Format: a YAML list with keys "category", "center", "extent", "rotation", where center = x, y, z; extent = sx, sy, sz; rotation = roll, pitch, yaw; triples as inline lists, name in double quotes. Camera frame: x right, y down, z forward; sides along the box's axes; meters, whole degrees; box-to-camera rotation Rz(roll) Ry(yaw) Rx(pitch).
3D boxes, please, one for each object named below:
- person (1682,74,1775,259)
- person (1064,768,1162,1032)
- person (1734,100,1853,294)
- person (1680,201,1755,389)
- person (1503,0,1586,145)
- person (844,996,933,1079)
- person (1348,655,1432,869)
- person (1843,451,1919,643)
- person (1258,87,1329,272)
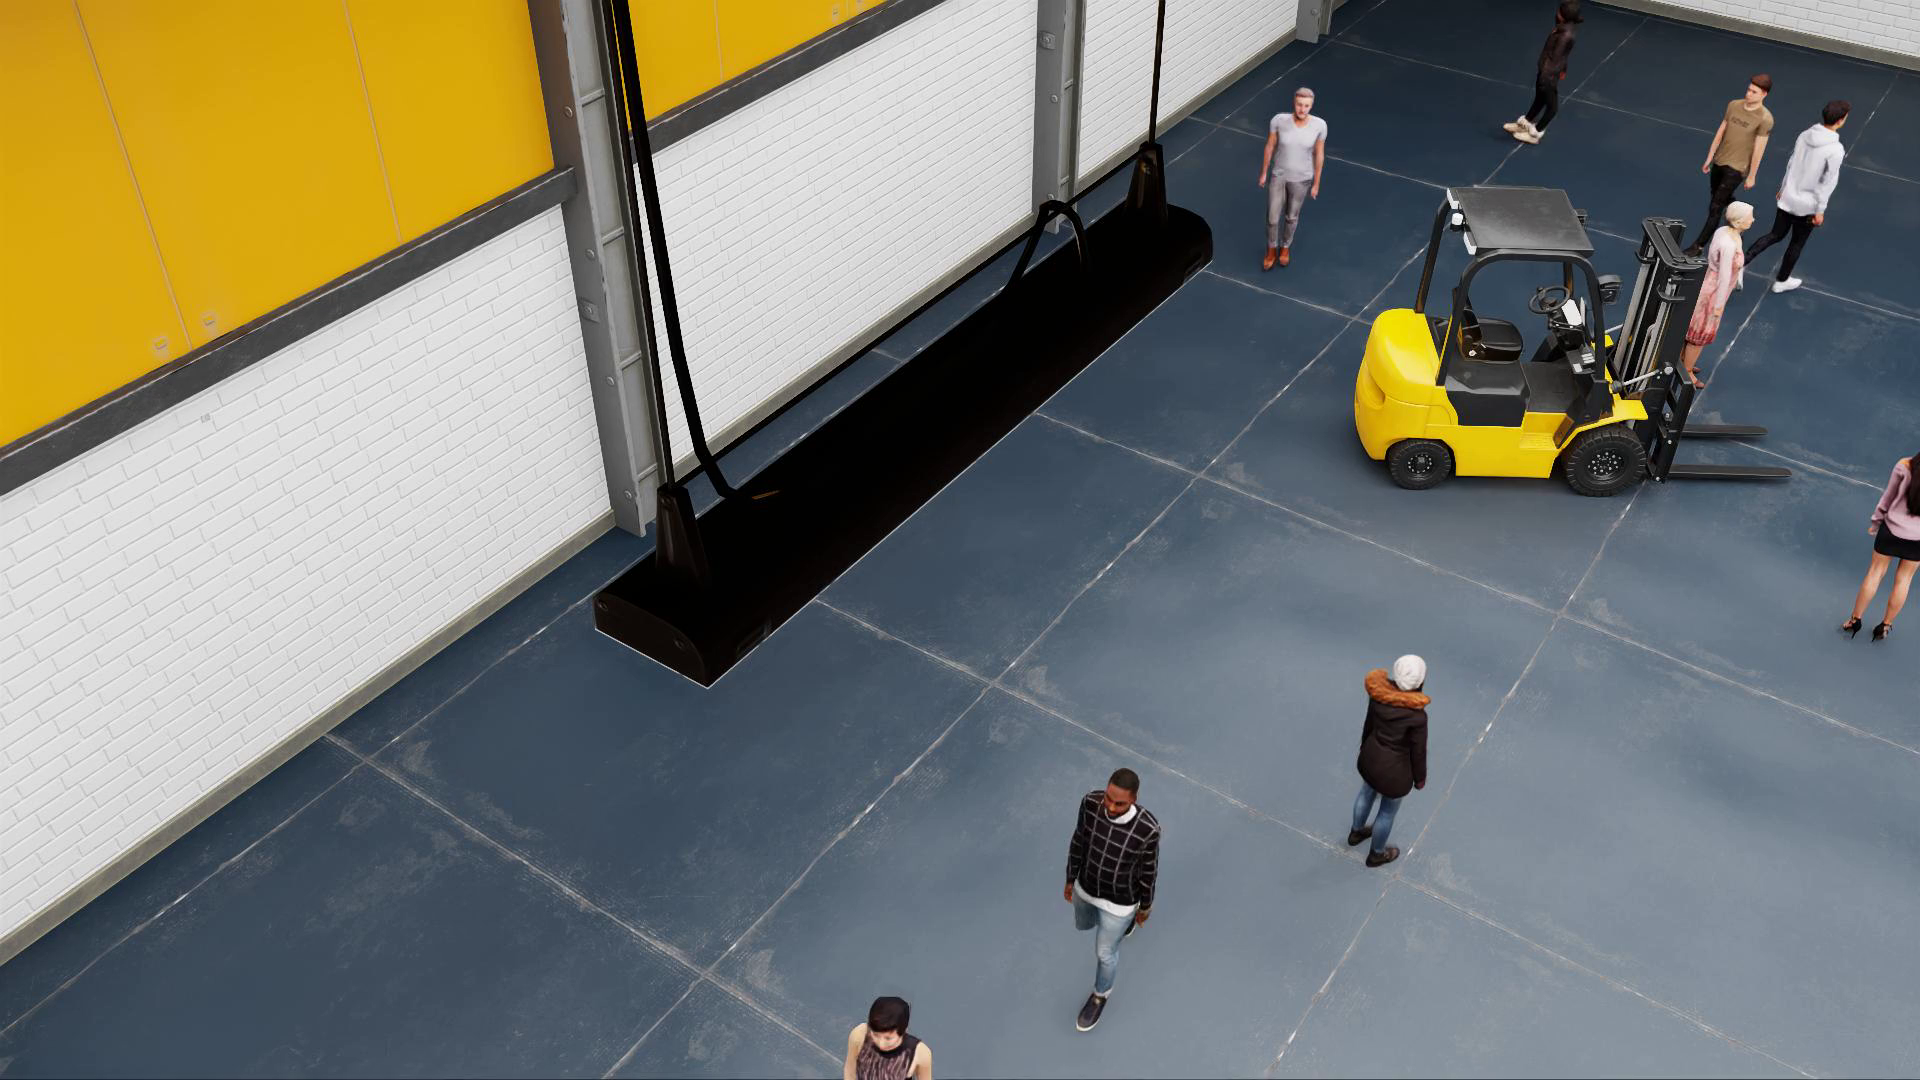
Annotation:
- category: "person"
  center: [7.448, -3.588, 15.923]
  extent: [1.272, 1.825, 1.055]
  rotation: [-17, 42, -20]
- category: "person"
  center: [0.856, 1.855, 9.127]
  extent: [0.680, 1.800, 1.044]
  rotation: [25, 45, 27]
- category: "person"
  center: [7.620, -3.083, 15.229]
  extent: [1.225, 1.900, 1.064]
  rotation: [-14, 41, -17]
- category: "person"
  center: [6.407, -2.105, 14.174]
  extent: [0.735, 1.691, 0.627]
  rotation: [8, 39, 10]
- category: "person"
  center: [6.267, -5.035, 17.895]
  extent: [0.853, 1.624, 0.831]
  rotation: [-7, 39, -9]
- category: "person"
  center: [-0.326, 2.709, 8.248]
  extent: [0.712, 1.562, 1.092]
  rotation: [15, 41, 18]
- category: "person"
  center: [2.562, 1.329, 9.933]
  extent: [0.743, 1.615, 0.722]
  rotation: [-21, 43, -24]
- category: "person"
  center: [6.529, -0.031, 11.480]
  extent: [0.645, 1.811, 0.568]
  rotation: [18, 42, 21]
- category: "person"
  center: [3.145, -3.478, 15.795]
  extent: [0.856, 1.812, 0.865]
  rotation: [6, 39, 7]
